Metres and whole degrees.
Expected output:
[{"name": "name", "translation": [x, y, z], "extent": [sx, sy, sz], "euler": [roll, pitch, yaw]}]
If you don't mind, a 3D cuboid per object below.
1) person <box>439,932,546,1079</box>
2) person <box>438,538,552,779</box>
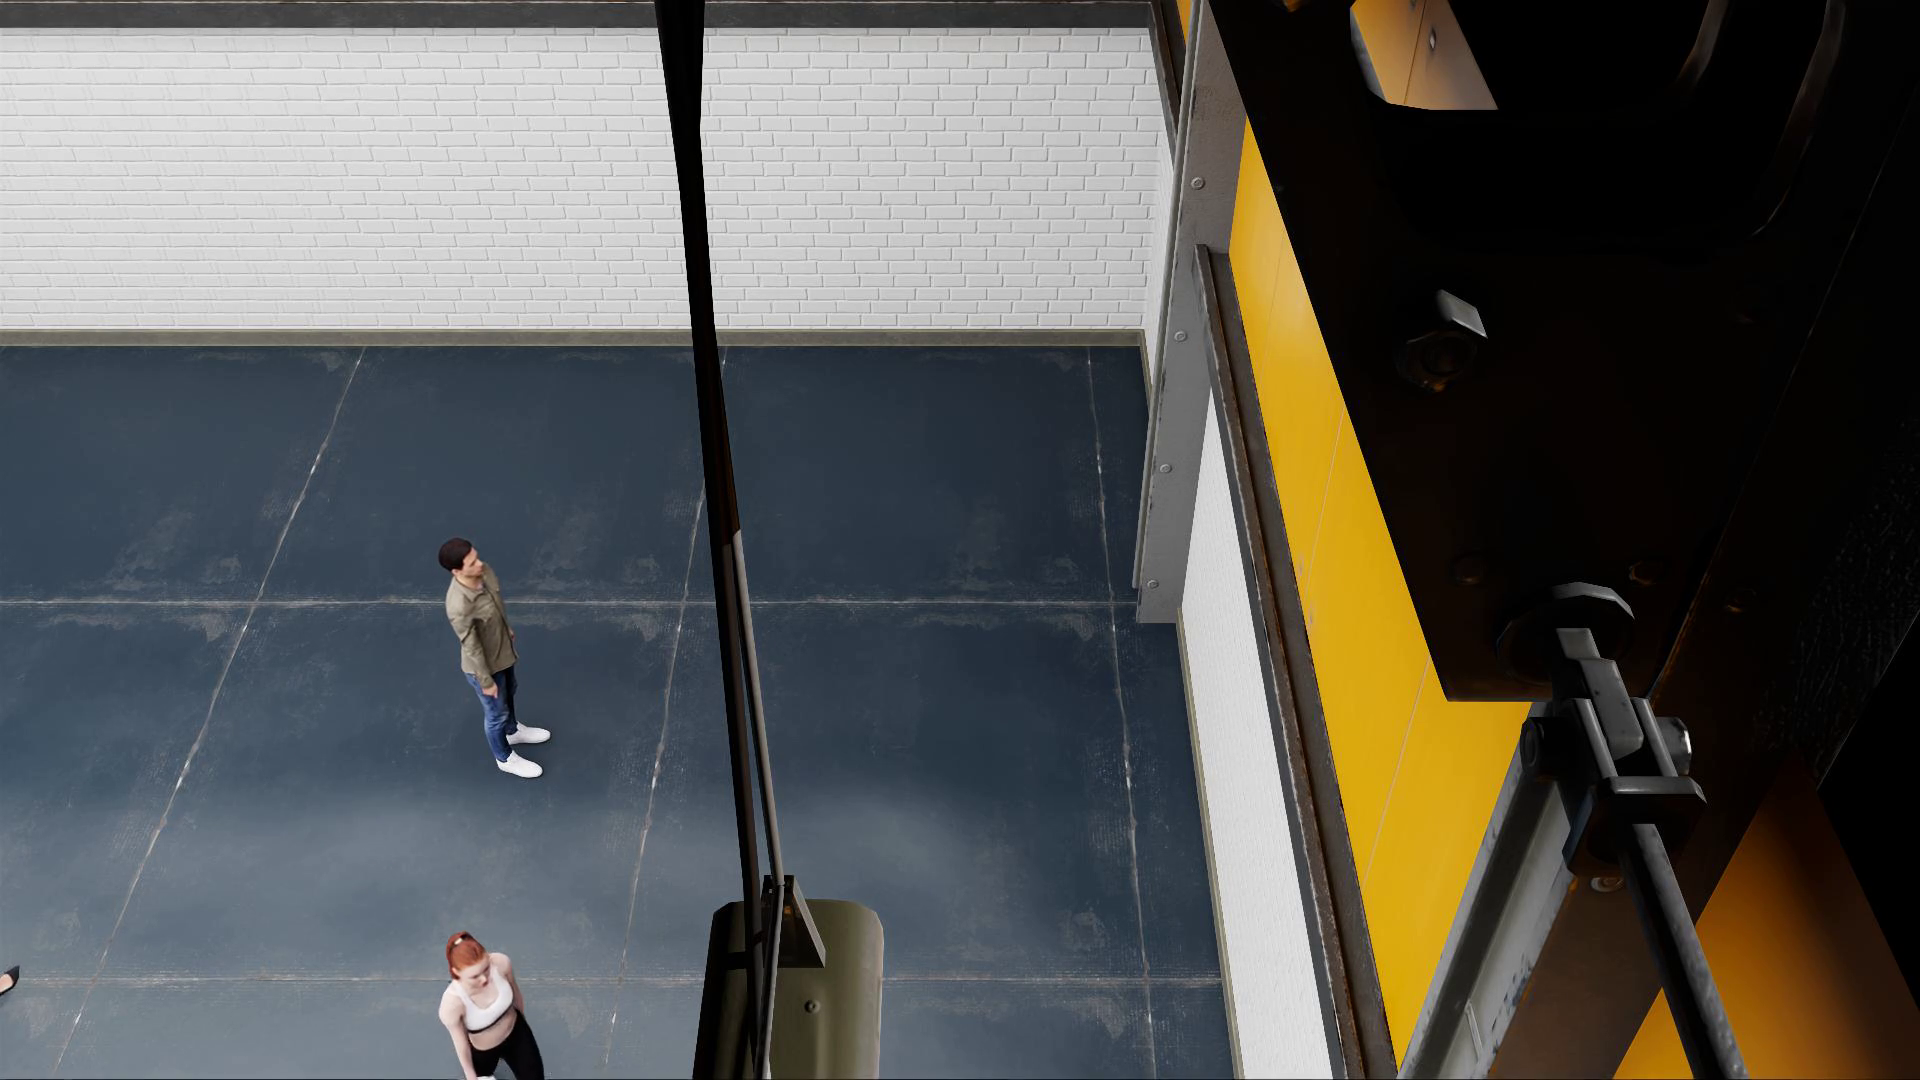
[{"name": "person", "translation": [-2.377, 2.476, 8.284], "extent": [1.190, 1.697, 1.168], "euler": [32, 52, 29]}, {"name": "person", "translation": [-2.852, 0.693, 10.034], "extent": [0.758, 1.865, 0.506], "euler": [1, 44, 1]}]
